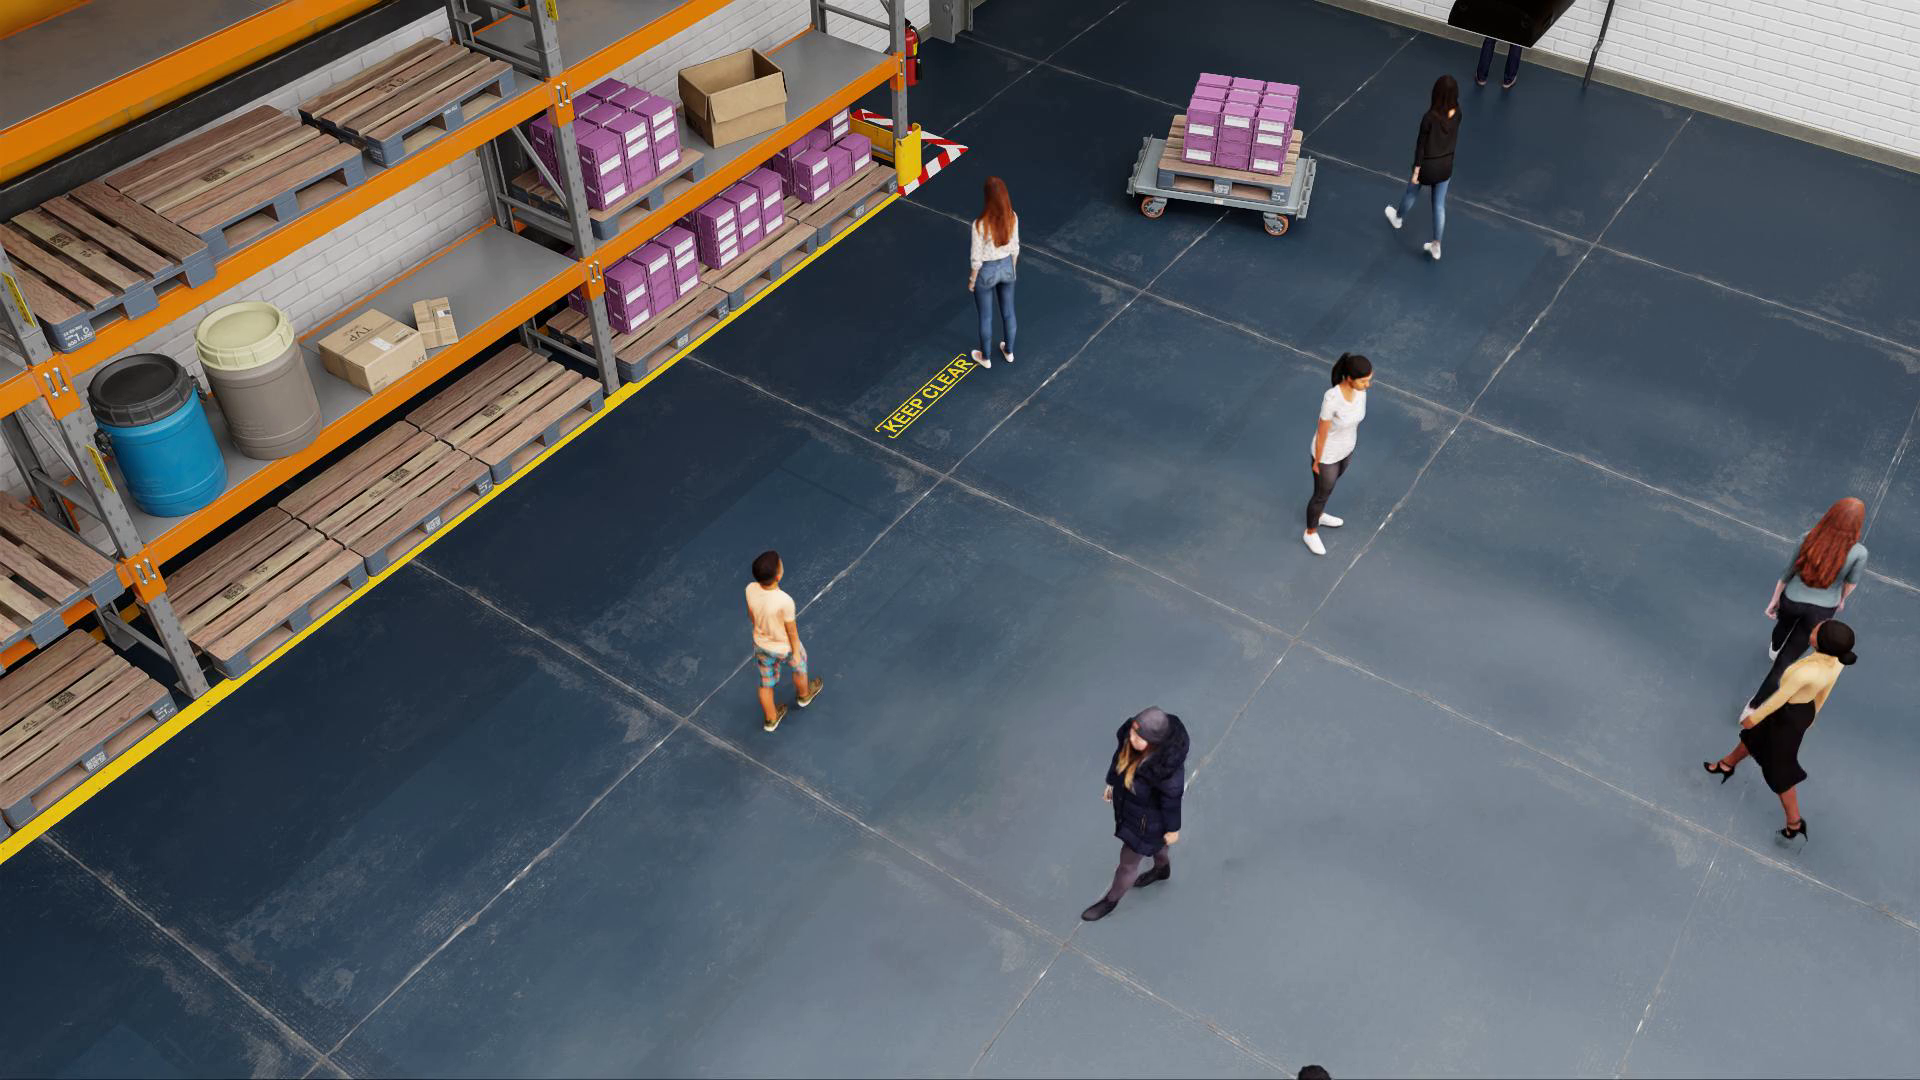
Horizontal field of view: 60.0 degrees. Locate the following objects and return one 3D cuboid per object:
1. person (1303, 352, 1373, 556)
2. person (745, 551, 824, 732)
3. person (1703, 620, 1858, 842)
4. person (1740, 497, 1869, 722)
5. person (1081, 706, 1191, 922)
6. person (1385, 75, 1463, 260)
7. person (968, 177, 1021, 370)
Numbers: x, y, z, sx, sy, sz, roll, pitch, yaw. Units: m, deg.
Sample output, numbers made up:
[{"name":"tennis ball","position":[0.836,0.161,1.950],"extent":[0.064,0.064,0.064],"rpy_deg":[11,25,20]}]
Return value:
[{"name":"person","position":[2.647,-0.666,11.840],"extent":[0.604,1.638,0.718],"rpy_deg":[-31,52,-28]},{"name":"person","position":[-1.205,0.693,10.552],"extent":[0.633,1.446,0.794],"rpy_deg":[17,46,17]},{"name":"person","position":[4.999,1.155,9.944],"extent":[1.024,1.617,0.871],"rpy_deg":[-25,49,-24]},{"name":"person","position":[5.347,0.500,10.580],"extent":[0.574,1.689,1.127],"rpy_deg":[27,50,26]},{"name":"person","position":[1.140,1.509,9.548],"extent":[1.036,1.651,0.917],"rpy_deg":[-19,47,-19]},{"name":"person","position":[4.176,-3.226,14.553],"extent":[1.052,1.602,1.060],"rpy_deg":[-10,45,-11]},{"name":"person","position":[0.282,-2.136,13.320],"extent":[0.607,1.725,0.713],"rpy_deg":[-17,46,-17]}]
